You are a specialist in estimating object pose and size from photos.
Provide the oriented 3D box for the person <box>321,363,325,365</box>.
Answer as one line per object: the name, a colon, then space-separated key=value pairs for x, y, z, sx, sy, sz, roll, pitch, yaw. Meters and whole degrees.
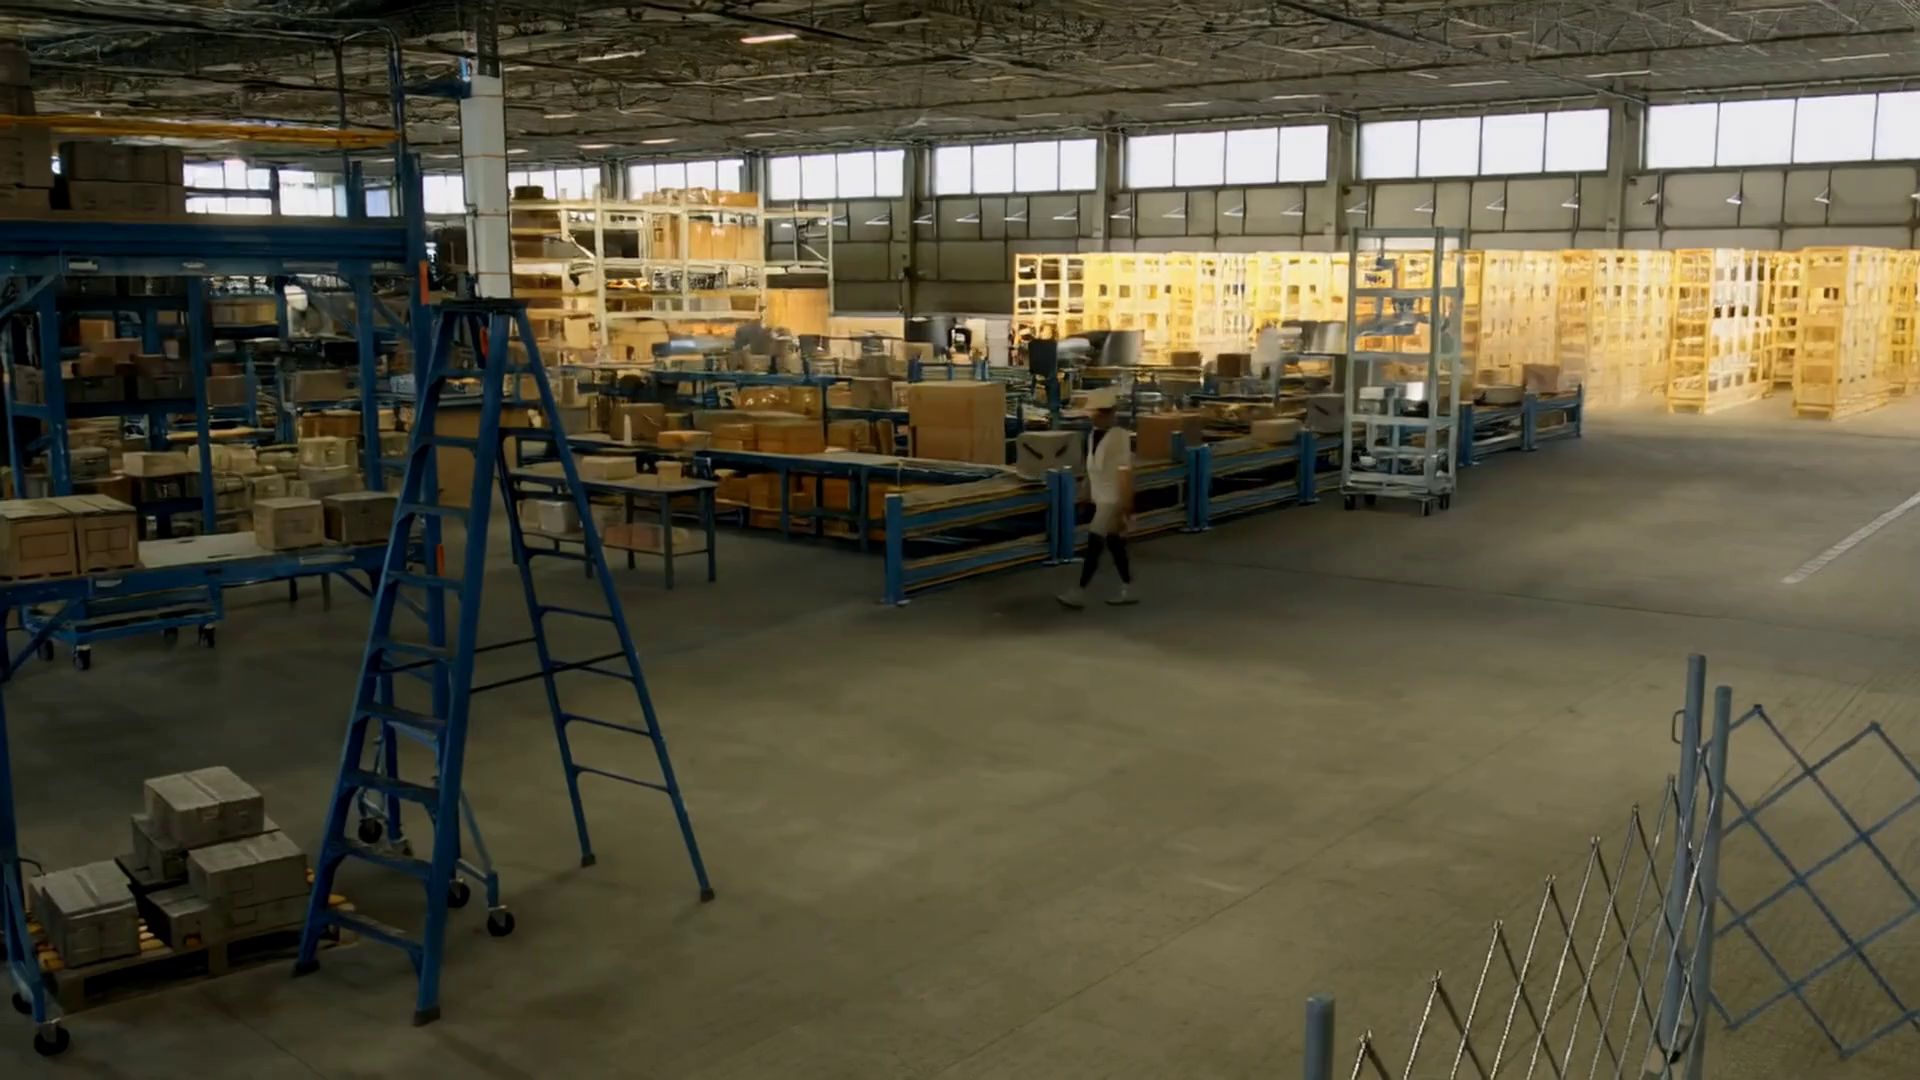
person: x=-20.597 y=-6.479 z=53.401 sx=0.552 sy=1.935 sz=0.366 roll=2 pitch=9 yaw=11

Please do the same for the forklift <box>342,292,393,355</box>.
forklift: x=-16.485 y=-5.622 z=45.120 sx=1.129 sy=2.768 sz=1.873 roll=7 pitch=11 yaw=37

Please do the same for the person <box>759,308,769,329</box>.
person: x=-7.513 y=-8.060 z=63.945 sx=0.536 sy=1.722 sz=0.898 roll=7 pitch=11 yaw=37

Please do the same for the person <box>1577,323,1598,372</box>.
person: x=16.896 y=-5.056 z=44.870 sx=0.563 sy=1.814 sz=0.874 roll=-5 pitch=11 yaw=-30

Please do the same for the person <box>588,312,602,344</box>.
person: x=-12.588 y=-7.010 z=57.456 sx=0.535 sy=1.699 sz=0.322 roll=5 pitch=10 yaw=27

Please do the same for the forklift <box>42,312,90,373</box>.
forklift: x=-23.779 y=-5.451 z=44.052 sx=1.873 sy=2.768 sz=1.129 roll=7 pitch=11 yaw=36

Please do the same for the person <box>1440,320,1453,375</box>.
person: x=13.933 y=-5.444 z=47.339 sx=0.710 sy=1.812 sz=0.599 roll=6 pitch=11 yaw=32

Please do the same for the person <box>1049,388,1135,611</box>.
person: x=1.203 y=-0.358 z=15.007 sx=1.000 sy=1.994 sz=0.633 roll=-3 pitch=10 yaw=-21

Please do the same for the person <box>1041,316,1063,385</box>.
person: x=2.449 y=-5.002 z=44.247 sx=0.619 sy=1.928 sz=0.724 roll=-6 pitch=11 yaw=-31

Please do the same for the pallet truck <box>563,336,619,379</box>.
pallet truck: x=-10.690 y=-5.294 z=48.215 sx=1.601 sy=1.201 sz=0.680 roll=-5 pitch=10 yaw=-26

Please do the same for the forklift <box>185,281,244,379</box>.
forklift: x=-20.089 y=-5.443 z=43.999 sx=1.129 sy=2.768 sz=1.873 roll=7 pitch=11 yaw=37

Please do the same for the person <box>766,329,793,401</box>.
person: x=-4.316 y=-4.186 z=39.769 sx=0.893 sy=1.720 sz=0.535 roll=4 pitch=10 yaw=25

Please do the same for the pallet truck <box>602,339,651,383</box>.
pallet truck: x=-8.991 y=-4.871 z=45.351 sx=0.653 sy=1.274 sz=1.630 roll=7 pitch=11 yaw=37
